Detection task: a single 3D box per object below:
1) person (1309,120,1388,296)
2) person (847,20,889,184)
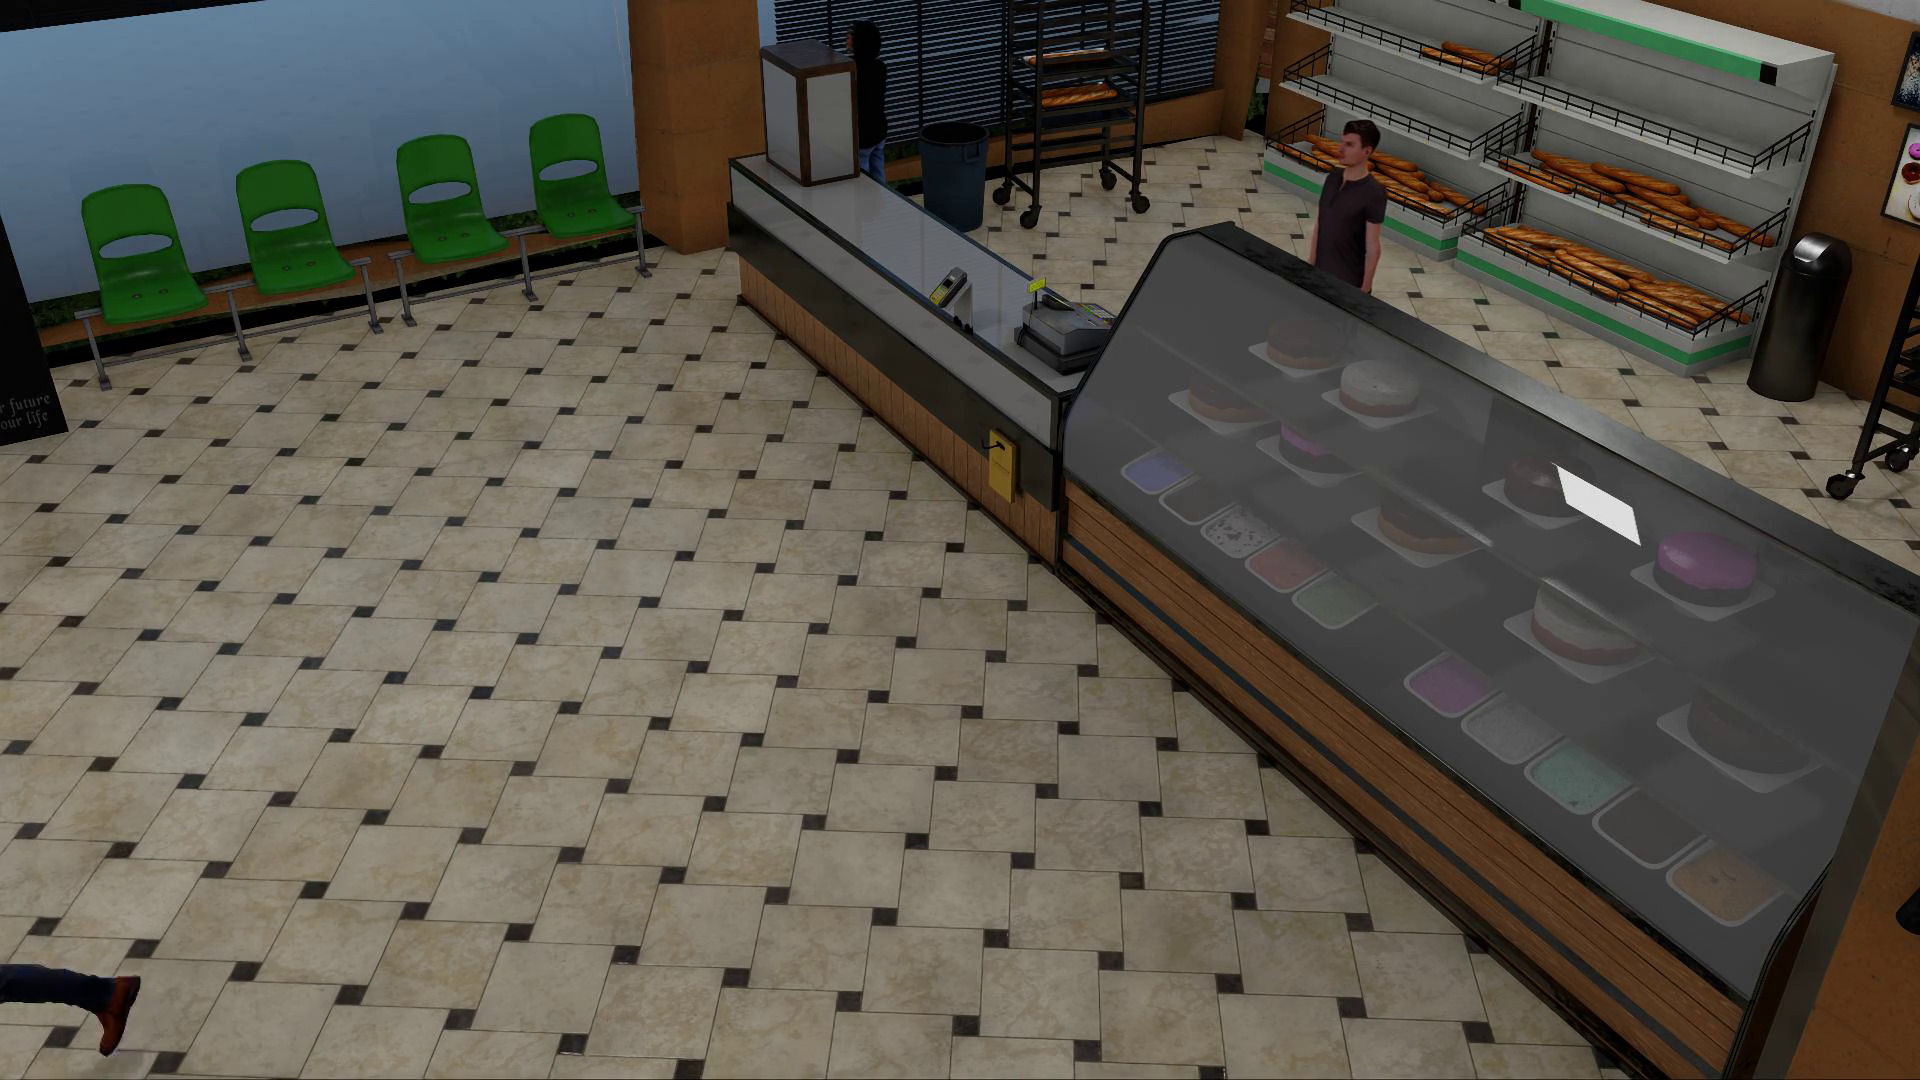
[{"bbox_3d":[2.147,-1.453,9.326,0.548,1.853,0.652,-16,35,-23],"label":"person"},{"bbox_3d":[-0.652,-2.756,11.565,0.713,1.702,0.620,17,36,25],"label":"person"}]
